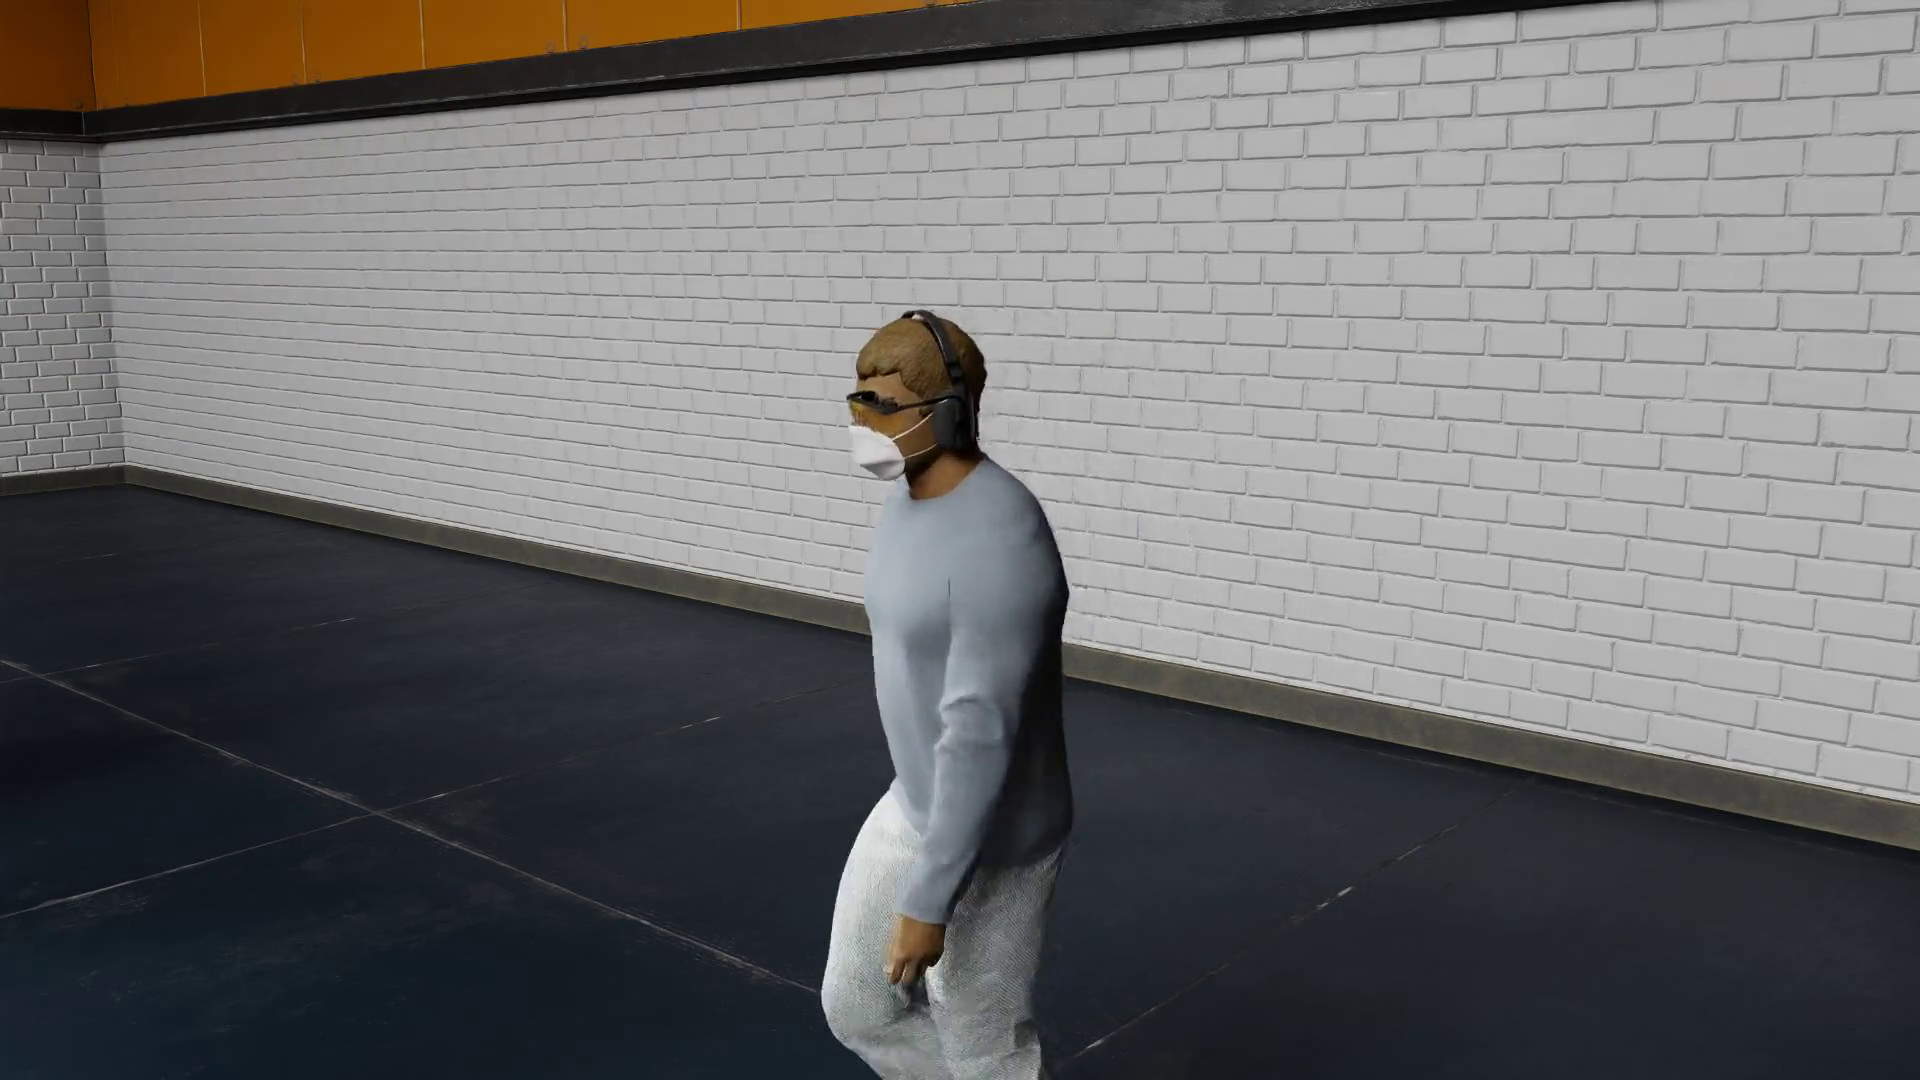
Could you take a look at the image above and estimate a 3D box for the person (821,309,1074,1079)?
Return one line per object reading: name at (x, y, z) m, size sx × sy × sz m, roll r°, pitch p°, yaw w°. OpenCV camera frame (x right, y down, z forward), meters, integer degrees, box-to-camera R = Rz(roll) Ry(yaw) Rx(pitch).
person at (-0.026, 0.548, 3.011) m, size 0.484 × 1.915 × 0.640 m, roll -4°, pitch 11°, yaw -22°
